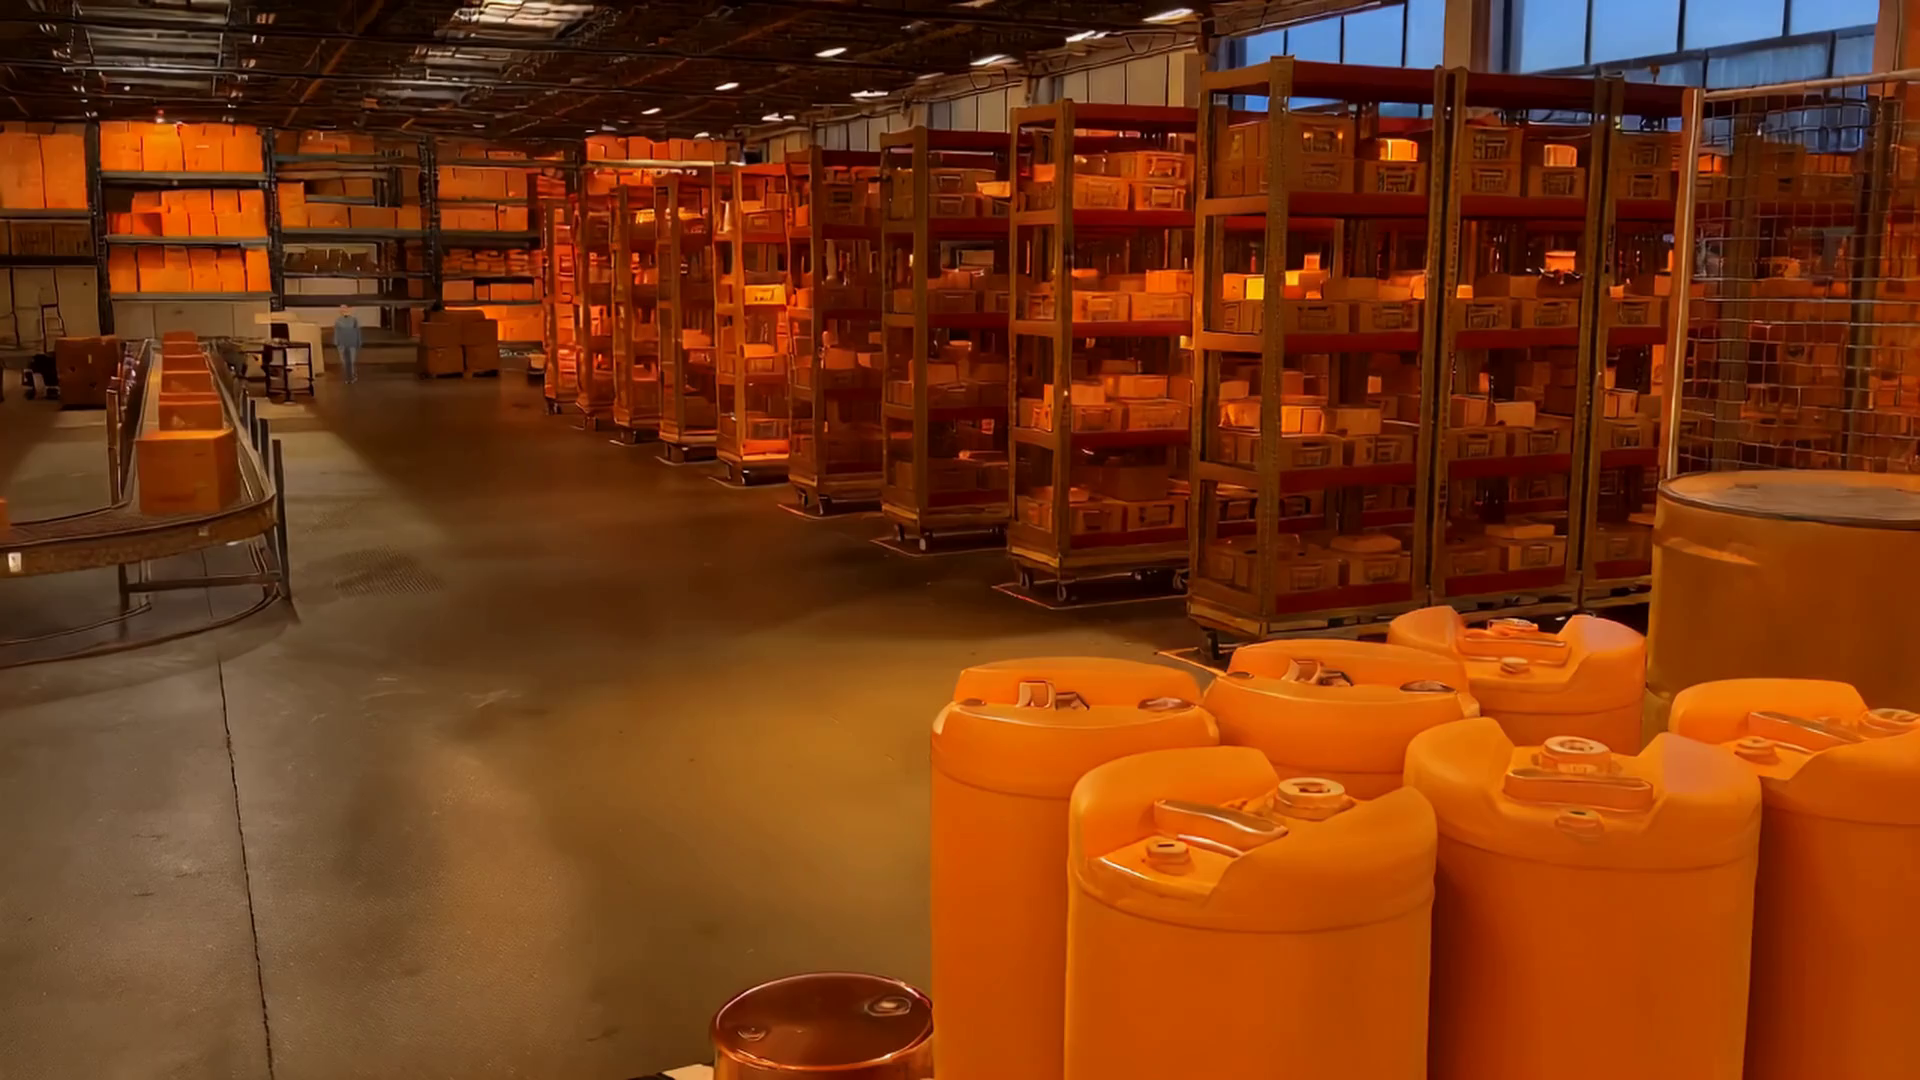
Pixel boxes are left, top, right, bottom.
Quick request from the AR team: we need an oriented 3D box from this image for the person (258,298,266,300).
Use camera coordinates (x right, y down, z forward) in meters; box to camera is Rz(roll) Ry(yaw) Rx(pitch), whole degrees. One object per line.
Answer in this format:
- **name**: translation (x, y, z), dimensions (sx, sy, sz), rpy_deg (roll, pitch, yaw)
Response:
- **person**: translation (-20.258, -6.264, 48.517), dimensions (0.895, 1.712, 0.547), rpy_deg (-6, 11, -33)

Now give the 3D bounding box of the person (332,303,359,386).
- **person**: translation (-13.072, -4.169, 35.441), dimensions (0.523, 1.757, 0.565), rpy_deg (-2, 9, -15)

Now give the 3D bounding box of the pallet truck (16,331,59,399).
- **pallet truck**: translation (-17.082, -3.353, 31.781), dimensions (1.630, 1.274, 0.653), rpy_deg (-4, 10, -25)

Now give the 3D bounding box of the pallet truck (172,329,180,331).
- **pallet truck**: translation (-17.275, -3.851, 35.096), dimensions (1.601, 1.201, 0.680), rpy_deg (0, 9, 1)
